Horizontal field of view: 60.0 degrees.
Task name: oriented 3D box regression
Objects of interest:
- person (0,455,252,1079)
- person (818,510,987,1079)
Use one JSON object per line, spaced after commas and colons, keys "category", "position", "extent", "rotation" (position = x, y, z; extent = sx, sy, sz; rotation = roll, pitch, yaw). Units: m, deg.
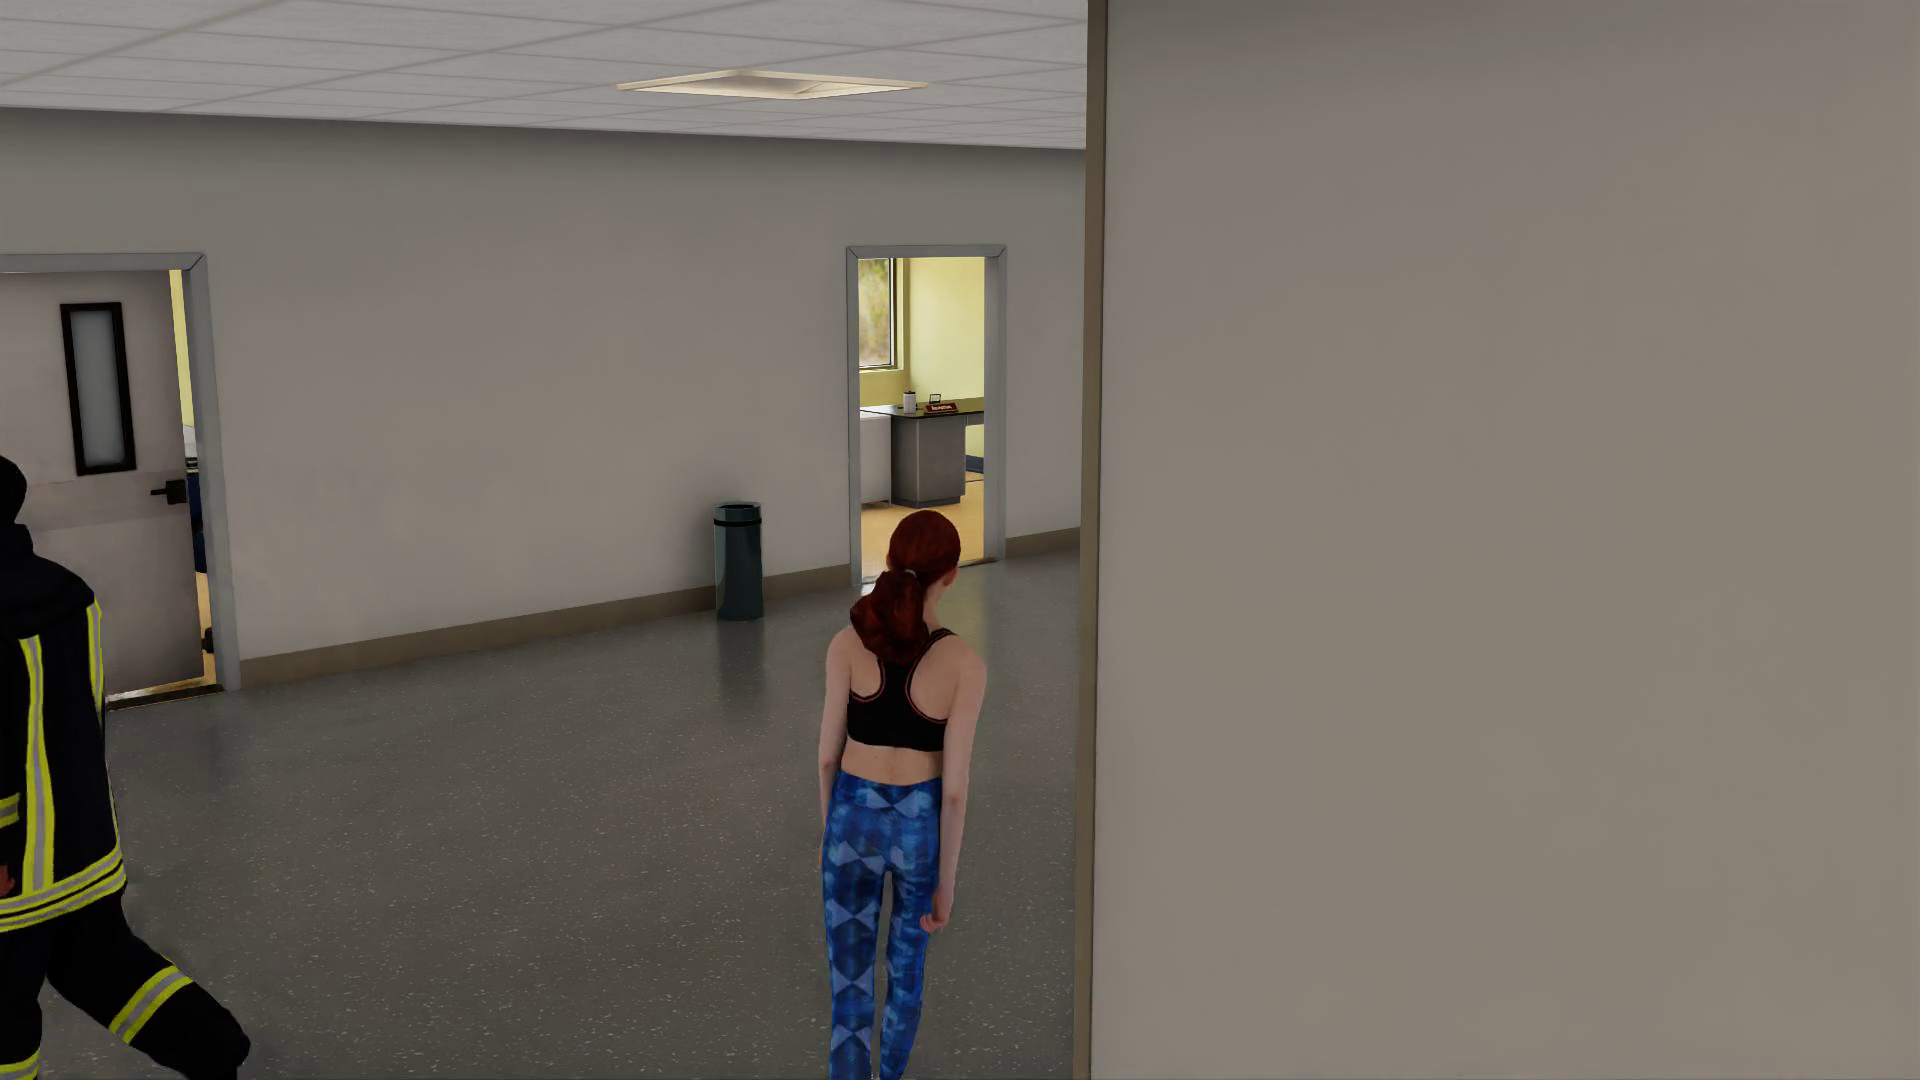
{"category": "person", "position": [-2.308, 0.708, 4.269], "extent": [1.255, 1.905, 1.191], "rotation": [1, 11, 3]}
{"category": "person", "position": [-0.179, 0.846, 3.990], "extent": [1.161, 1.738, 1.181], "rotation": [0, 11, -2]}
